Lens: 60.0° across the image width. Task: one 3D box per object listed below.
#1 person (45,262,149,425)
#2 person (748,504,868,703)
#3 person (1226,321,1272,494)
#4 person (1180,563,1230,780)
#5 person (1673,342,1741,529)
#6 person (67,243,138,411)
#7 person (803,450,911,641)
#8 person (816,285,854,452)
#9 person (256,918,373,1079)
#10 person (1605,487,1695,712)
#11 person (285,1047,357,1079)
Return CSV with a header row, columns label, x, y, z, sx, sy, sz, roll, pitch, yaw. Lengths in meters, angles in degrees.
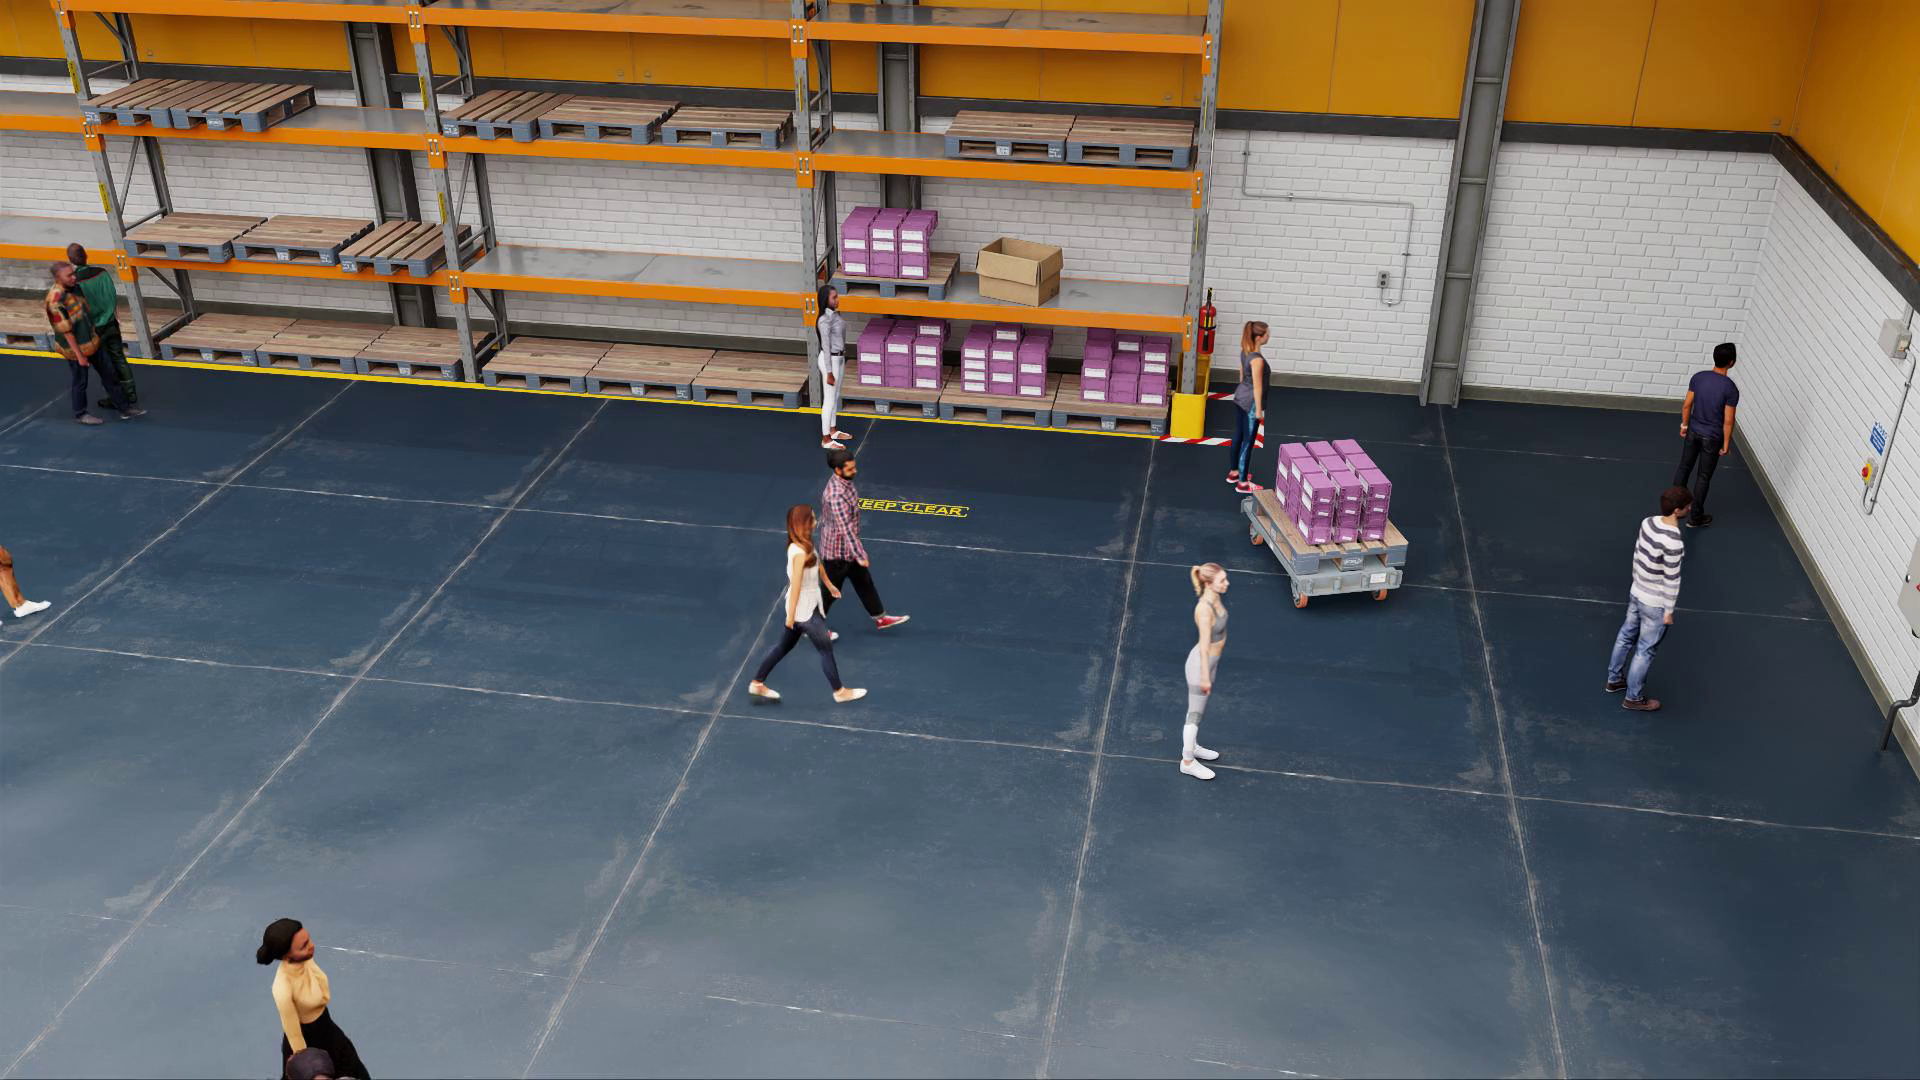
label,x,y,z,sx,sy,sz,roll,pitch,yaw
person,-9.268,-2.038,17.351,0.955,1.782,0.681,4,29,6
person,-1.304,0.525,12.695,1.207,1.741,0.833,-4,29,-7
person,2.791,-1.302,16.064,0.636,1.722,0.637,-5,29,-9
person,1.754,0.914,12.021,0.570,1.702,0.582,8,30,15
person,6.895,-0.985,15.410,0.767,1.791,0.692,-20,35,-33
person,-9.190,-2.289,17.748,0.671,1.841,0.698,13,31,23
person,-1.045,0.081,13.535,1.110,1.716,0.708,2,29,4
person,-1.301,-1.778,16.933,0.506,1.725,0.596,6,29,10
person,-3.530,2.695,8.850,1.047,1.613,0.664,2,29,3
person,5.302,0.425,12.761,0.650,1.853,0.717,-5,29,-9
person,-2.976,3.101,8.002,0.676,1.713,0.717,-25,37,-37
